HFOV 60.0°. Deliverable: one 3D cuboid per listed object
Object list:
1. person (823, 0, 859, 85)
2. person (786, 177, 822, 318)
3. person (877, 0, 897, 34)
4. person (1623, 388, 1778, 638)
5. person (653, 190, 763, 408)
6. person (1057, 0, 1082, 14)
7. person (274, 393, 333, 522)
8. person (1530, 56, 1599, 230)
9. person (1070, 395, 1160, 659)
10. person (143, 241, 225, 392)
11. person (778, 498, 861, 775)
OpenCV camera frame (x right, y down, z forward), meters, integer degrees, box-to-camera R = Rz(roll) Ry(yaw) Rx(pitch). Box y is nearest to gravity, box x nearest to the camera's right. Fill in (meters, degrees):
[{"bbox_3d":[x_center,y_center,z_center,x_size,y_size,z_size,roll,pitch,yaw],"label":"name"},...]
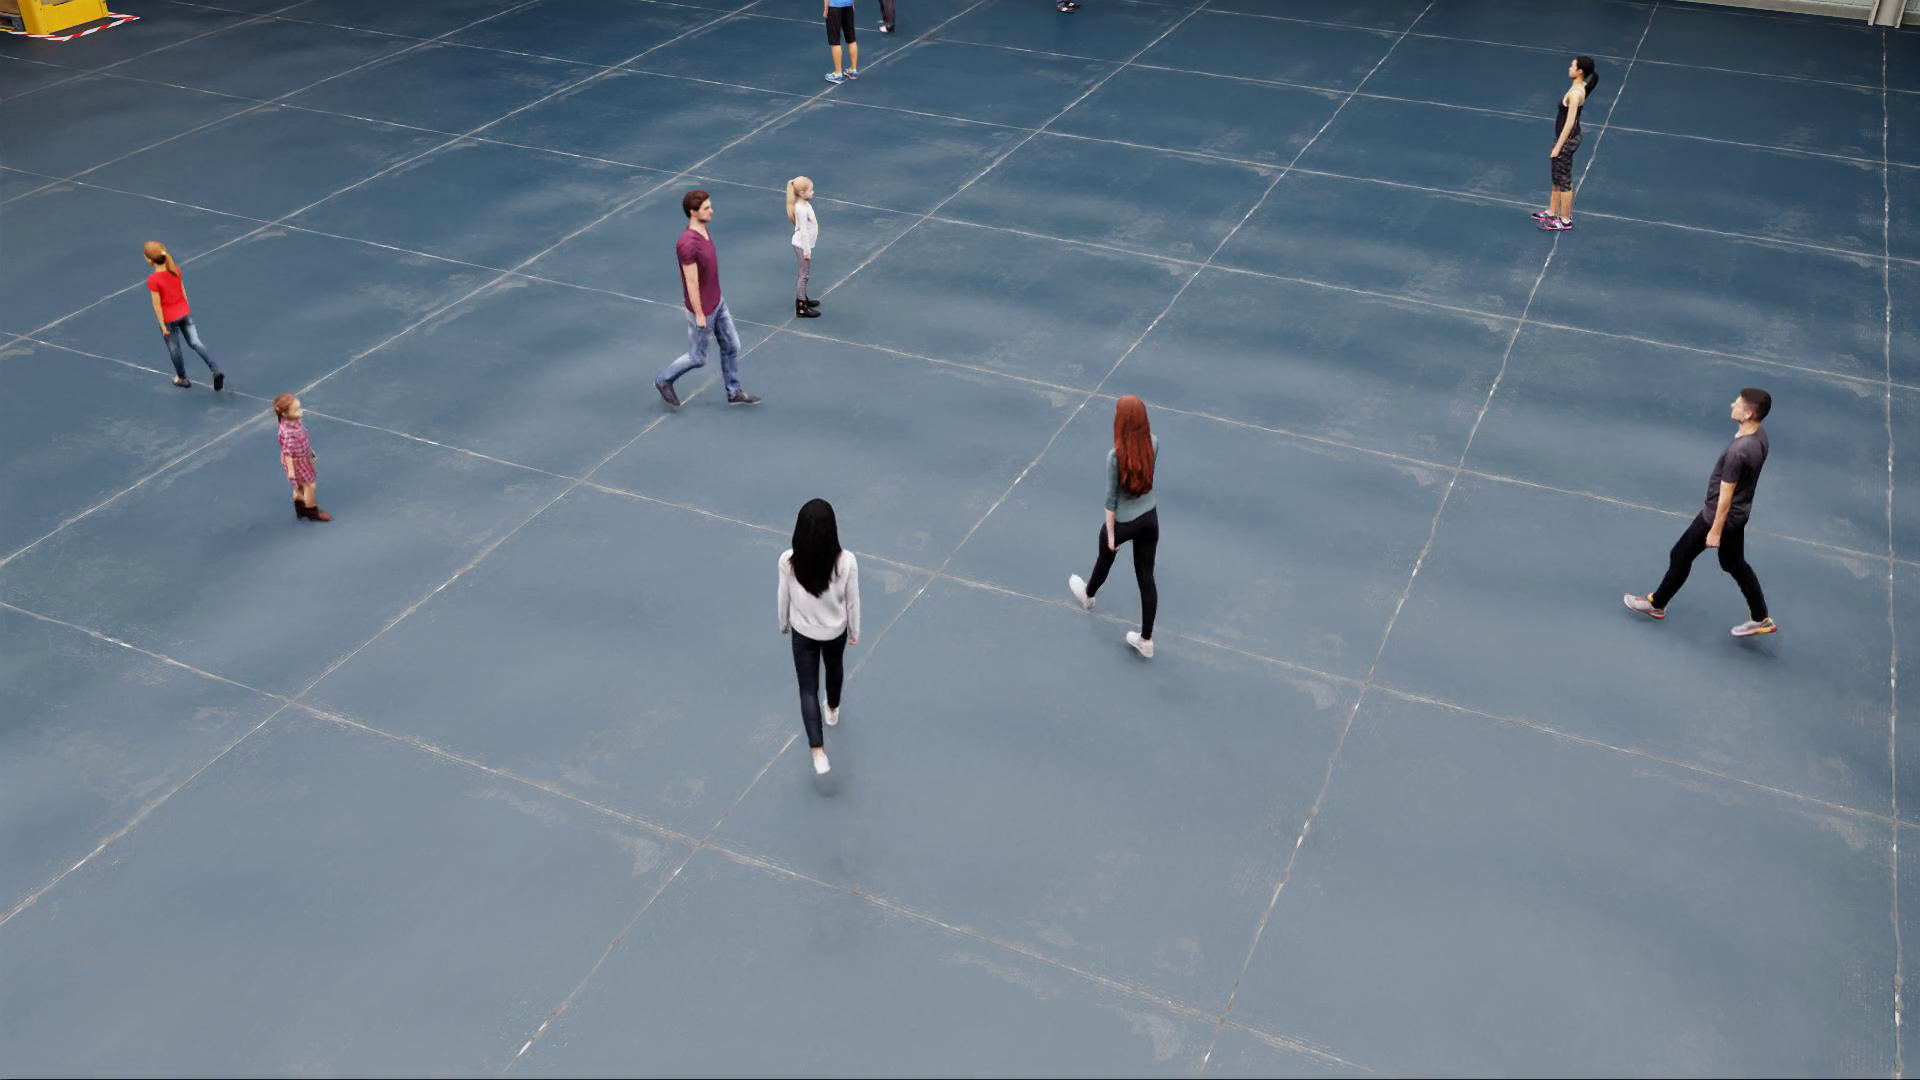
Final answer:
[{"bbox_3d":[-1.496,-6.654,20.688,0.693,1.866,0.702,-23,39,-32],"label":"person"},{"bbox_3d":[-1.409,-2.633,14.868,0.603,1.276,0.564,-4,32,-6],"label":"person"},{"bbox_3d":[-0.948,-7.811,22.528,0.764,1.859,0.759,23,39,32],"label":"person"},{"bbox_3d":[4.882,-0.116,10.454,1.224,1.727,0.830,23,39,32],"label":"person"},{"bbox_3d":[-2.098,-1.858,13.125,1.166,1.823,0.863,5,33,8],"label":"person"},{"bbox_3d":[1.533,-8.492,23.601,0.548,1.866,0.625,12,34,18],"label":"person"},{"bbox_3d":[-4.780,-0.588,11.871,0.580,1.013,0.525,-5,33,-7],"label":"person"},{"bbox_3d":[6.054,-3.941,16.517,0.637,1.729,0.560,15,35,22],"label":"person"},{"bbox_3d":[1.113,-0.042,10.365,1.012,1.697,1.148,-15,35,-22],"label":"person"},{"bbox_3d":[-6.324,-1.798,13.526,0.841,1.294,0.557,19,37,28],"label":"person"},{"bbox_3d":[-0.804,0.568,9.429,1.107,1.665,1.037,-4,32,-6],"label":"person"}]
